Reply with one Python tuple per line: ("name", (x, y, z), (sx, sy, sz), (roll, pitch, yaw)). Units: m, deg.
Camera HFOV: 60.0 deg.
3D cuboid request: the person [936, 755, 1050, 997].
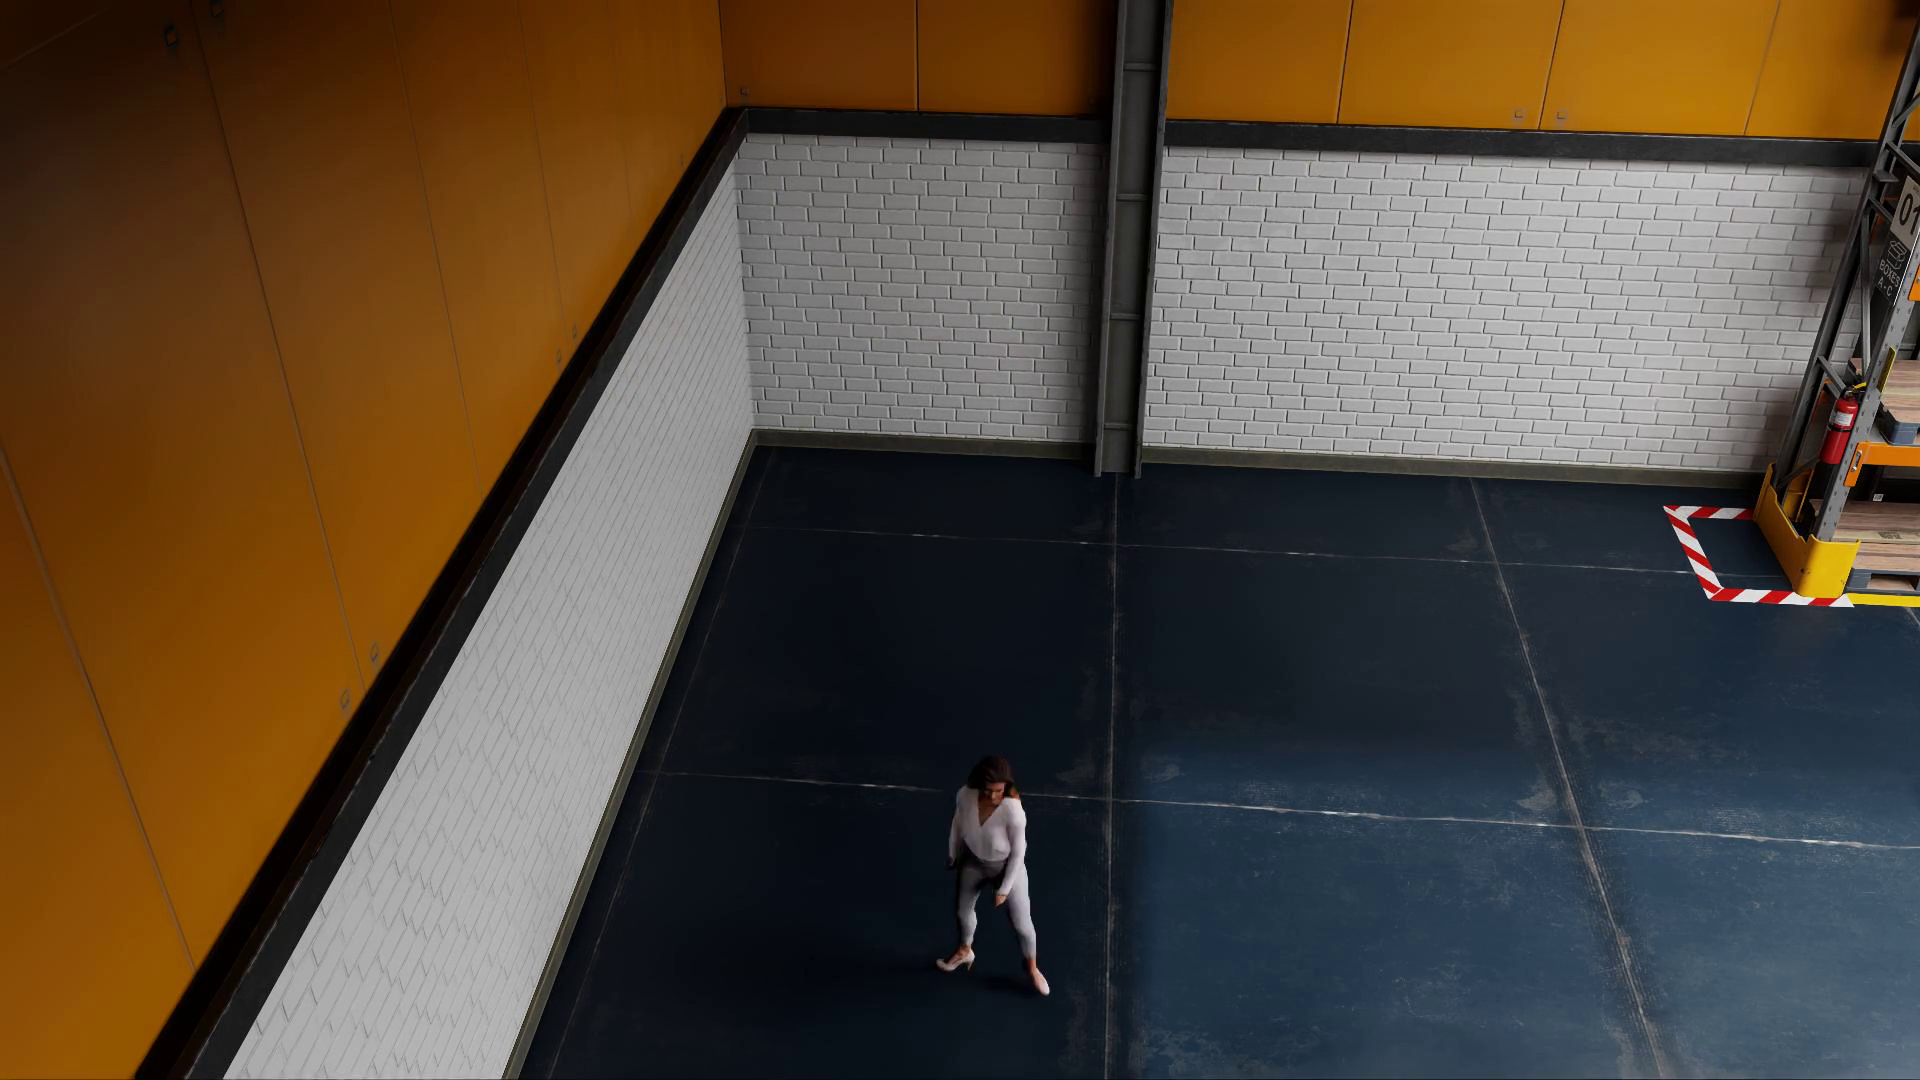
("person", (0.129, 1.795, 9.094), (0.713, 1.741, 0.954), (27, 42, 34))
